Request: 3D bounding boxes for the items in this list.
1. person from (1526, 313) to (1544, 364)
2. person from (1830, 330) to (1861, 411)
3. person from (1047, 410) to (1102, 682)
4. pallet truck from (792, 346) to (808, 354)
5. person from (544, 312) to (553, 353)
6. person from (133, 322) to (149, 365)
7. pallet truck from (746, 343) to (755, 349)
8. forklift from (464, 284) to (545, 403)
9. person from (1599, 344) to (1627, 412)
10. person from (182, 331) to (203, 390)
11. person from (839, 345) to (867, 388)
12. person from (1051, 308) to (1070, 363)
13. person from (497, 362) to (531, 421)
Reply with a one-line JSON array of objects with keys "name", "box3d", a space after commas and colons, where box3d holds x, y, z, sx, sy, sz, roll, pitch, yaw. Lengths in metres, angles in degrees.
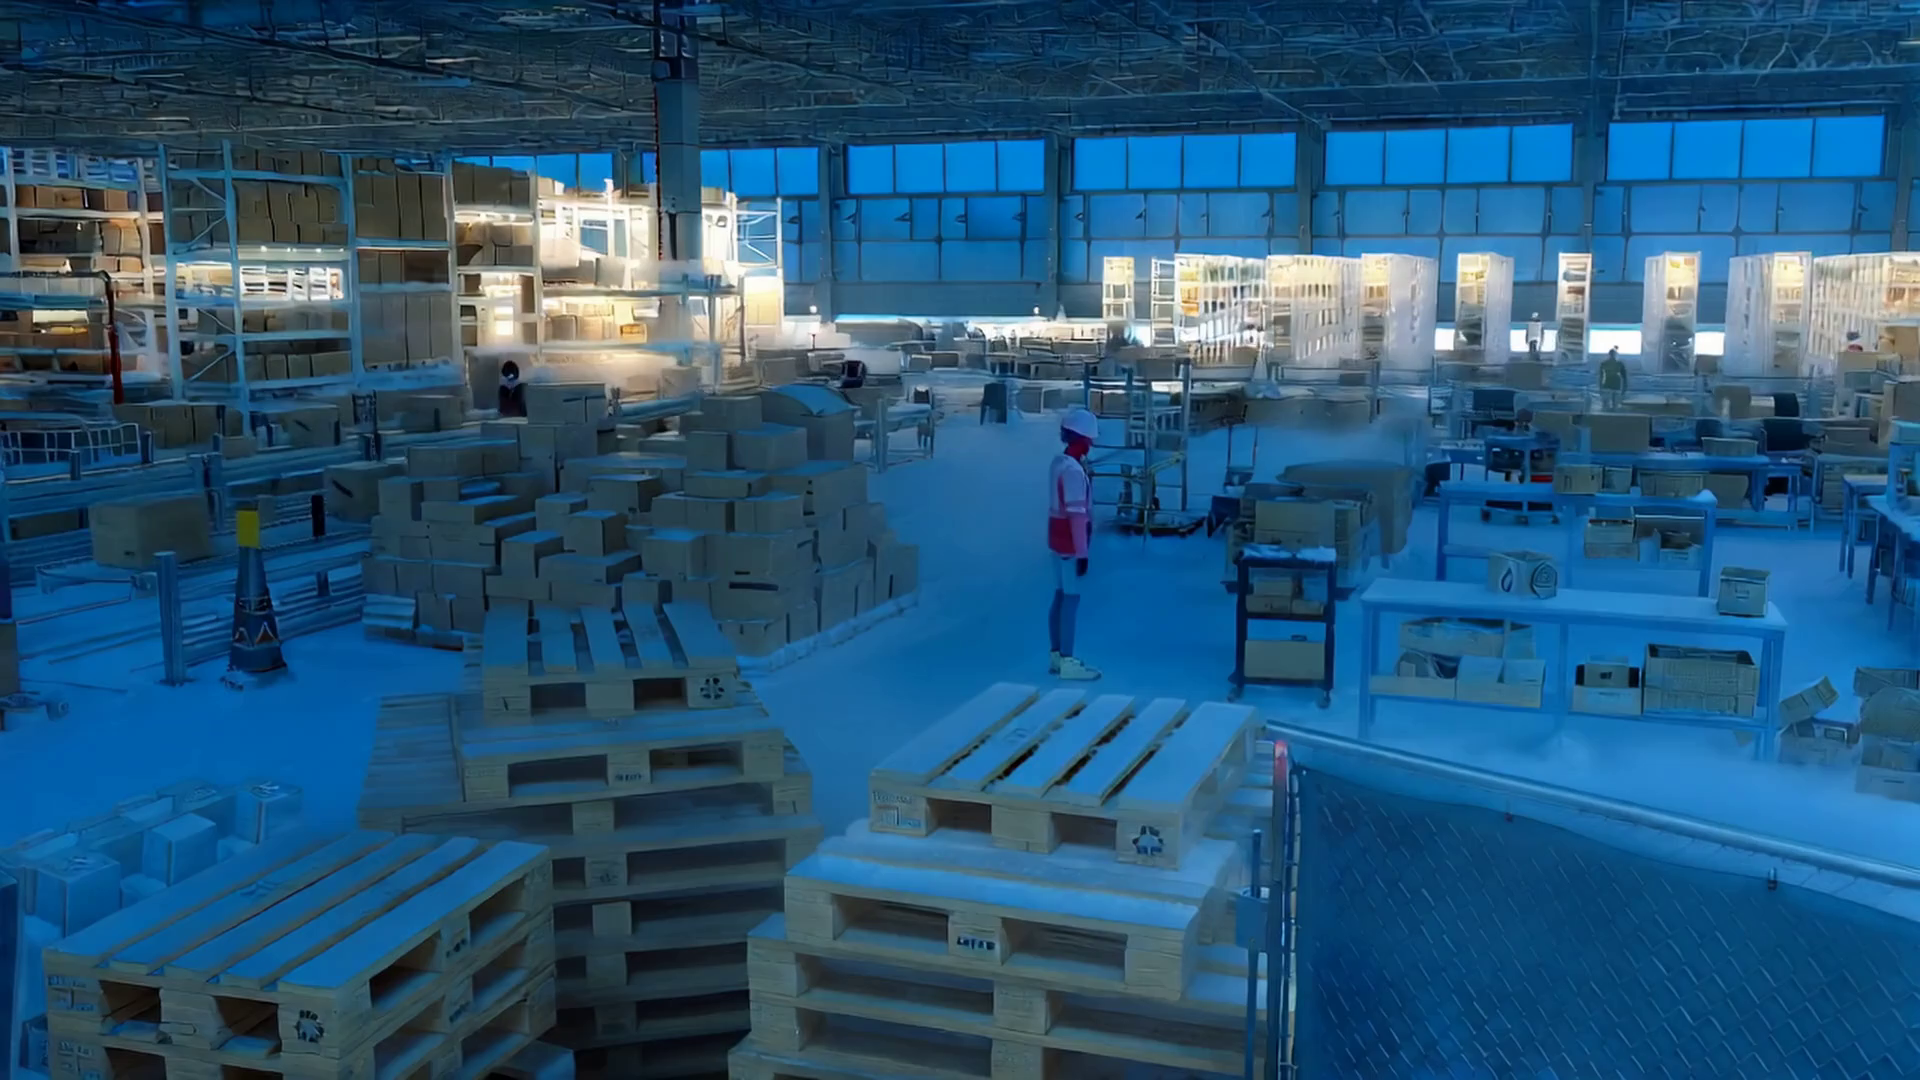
[{"name": "person", "box3d": [19.059, -6.632, 55.139, 0.582, 1.801, 0.965, 2, 9, 10]}, {"name": "person", "box3d": [19.789, -3.770, 37.120, 0.610, 1.812, 0.666, -6, 11, -35]}, {"name": "person", "box3d": [0.853, 0.042, 12.476, 0.383, 2.036, 0.605, -2, 9, -12]}, {"name": "pallet truck", "box3d": [-3.705, -4.298, 42.022, 0.653, 1.274, 1.630, 3, 10, 20]}, {"name": "person", "box3d": [-14.467, -7.132, 58.160, 0.619, 1.837, 0.429, -4, 10, -25]}, {"name": "person", "box3d": [-24.626, -5.729, 49.982, 0.530, 1.623, 0.504, 4, 10, 21]}, {"name": "pallet truck", "box3d": [-6.183, -4.618, 44.264, 1.601, 1.201, 0.680, -9, 12, -43]}, {"name": "forklift", "box3d": [-10.832, -4.702, 39.610, 1.129, 2.768, 1.873, 3, 10, 20]}, {"name": "person", "box3d": [12.187, -2.780, 31.050, 0.522, 1.764, 0.318, 8, 12, 40]}, {"name": "person", "box3d": [-20.012, -4.603, 43.014, 0.508, 1.595, 0.831, 7, 12, 38]}, {"name": "person", "box3d": [-2.074, -2.913, 32.107, 0.539, 1.688, 0.495, 0, 9, 2]}, {"name": "person", "box3d": [3.229, -6.455, 53.392, 0.609, 1.995, 0.375, 2, 9, 11]}, {"name": "person", "box3d": [-6.267, -1.611, 23.538, 0.611, 1.814, 0.490, 3, 10, 21]}]
